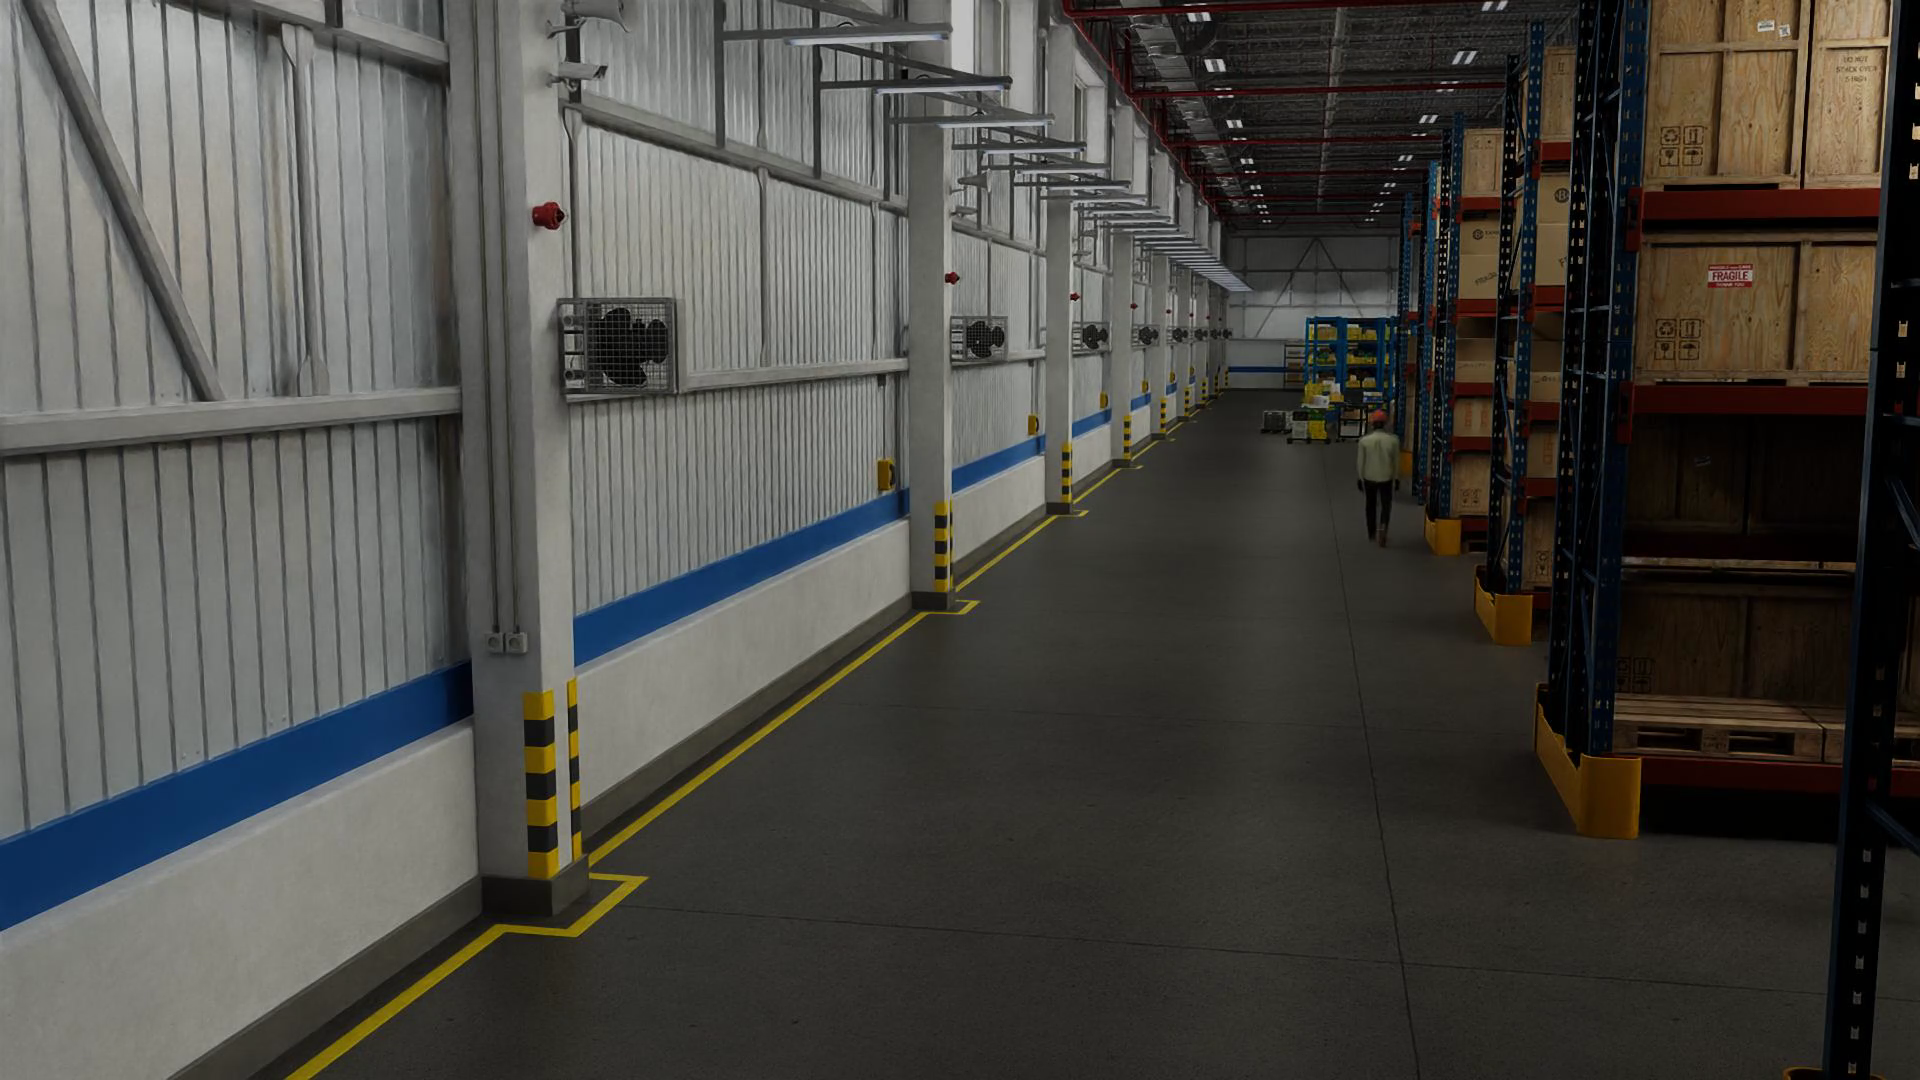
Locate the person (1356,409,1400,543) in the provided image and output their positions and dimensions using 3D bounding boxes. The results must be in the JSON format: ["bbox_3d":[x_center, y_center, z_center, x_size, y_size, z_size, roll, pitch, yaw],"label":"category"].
[{"bbox_3d":[6.132,-0.931,24.408,0.636,1.981,0.435,2,7,14],"label":"person"}]

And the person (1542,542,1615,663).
[{"bbox_3d":[5.763,0.326,15.376,0.766,1.718,0.590,5,8,33],"label":"person"}]
